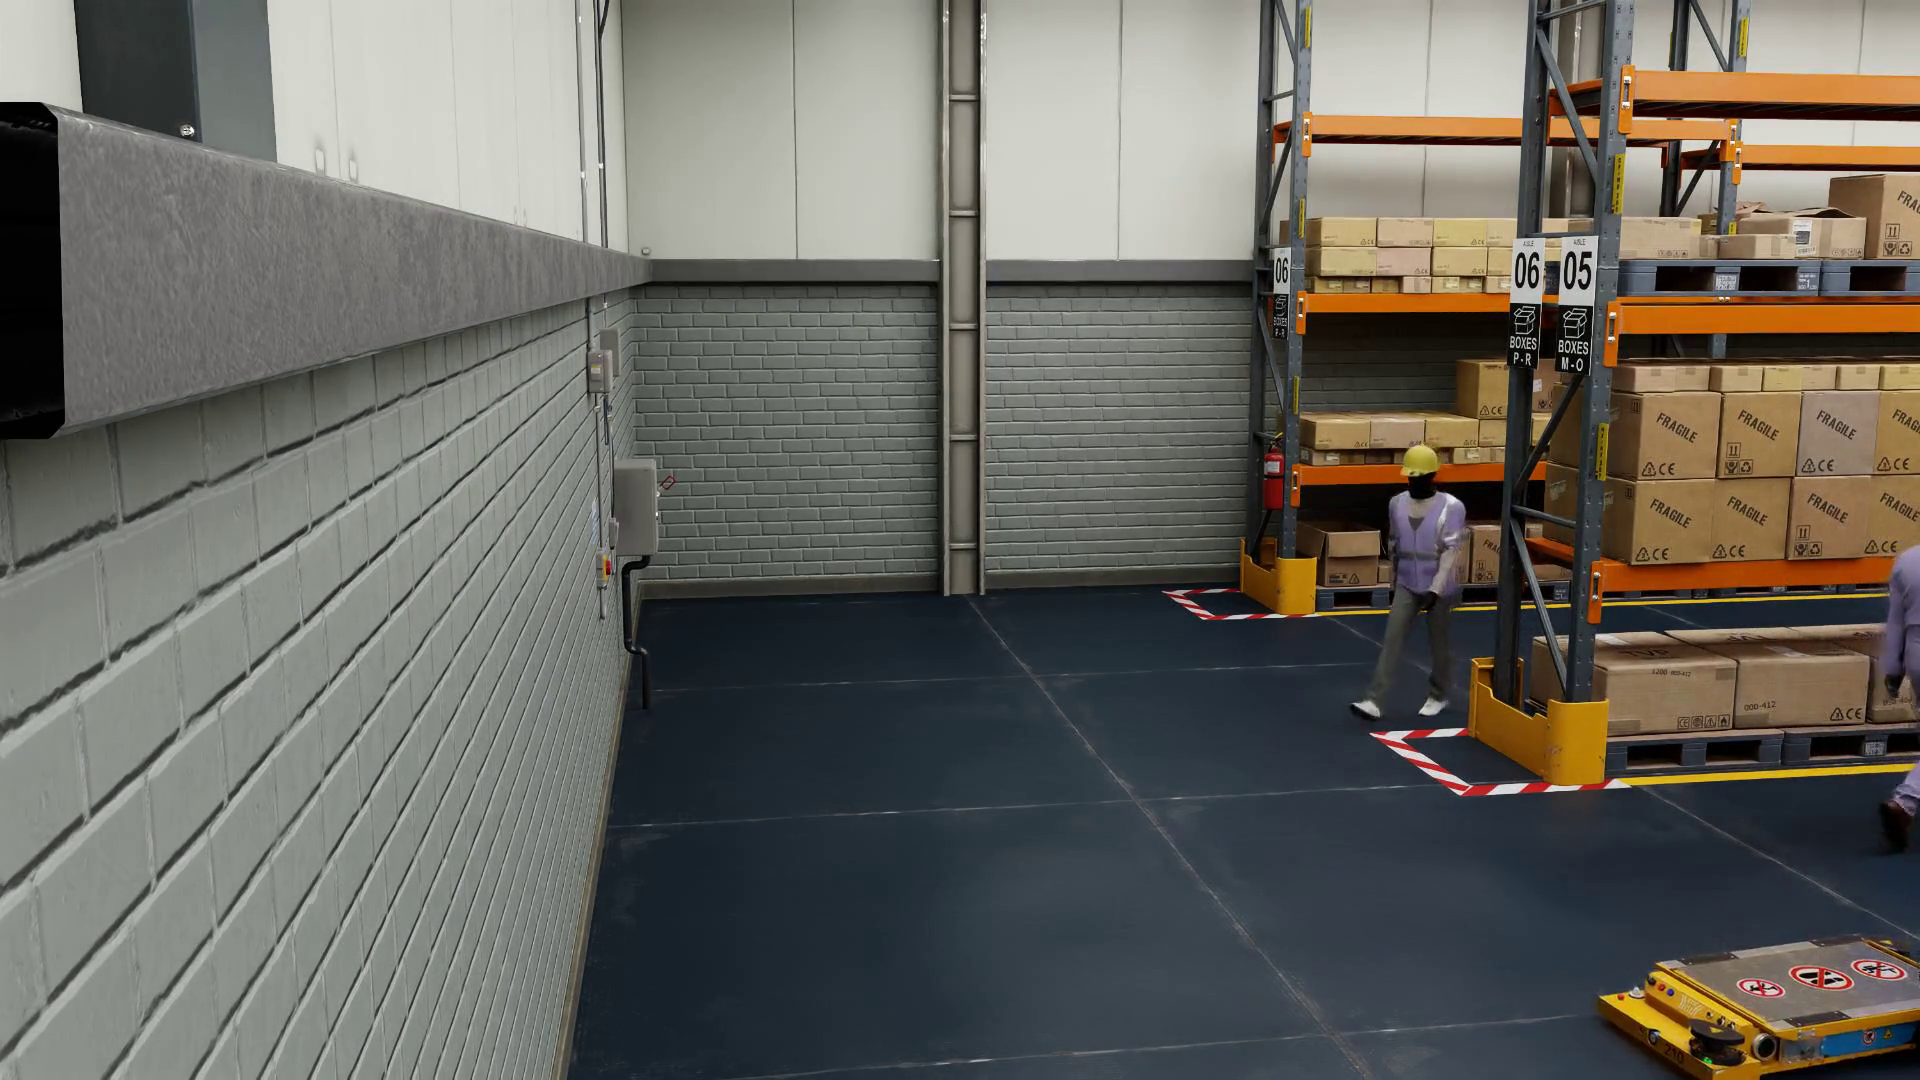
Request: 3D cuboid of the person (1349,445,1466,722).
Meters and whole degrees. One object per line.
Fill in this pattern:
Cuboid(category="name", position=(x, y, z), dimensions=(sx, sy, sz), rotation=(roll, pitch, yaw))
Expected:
Cuboid(category="person", position=(3.025, 0.313, 11.070), dimensions=(0.593, 1.868, 0.995), rotation=(8, 12, 41))

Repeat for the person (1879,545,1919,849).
Cuboid(category="person", position=(5.199, 0.684, 8.784), dimensions=(0.866, 1.880, 0.648), rotation=(-4, 10, -22))

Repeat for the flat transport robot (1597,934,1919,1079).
Cuboid(category="flat transport robot", position=(3.347, 1.839, 6.595), dimensions=(1.431, 0.197, 0.652), rotation=(-3, 10, -17))
